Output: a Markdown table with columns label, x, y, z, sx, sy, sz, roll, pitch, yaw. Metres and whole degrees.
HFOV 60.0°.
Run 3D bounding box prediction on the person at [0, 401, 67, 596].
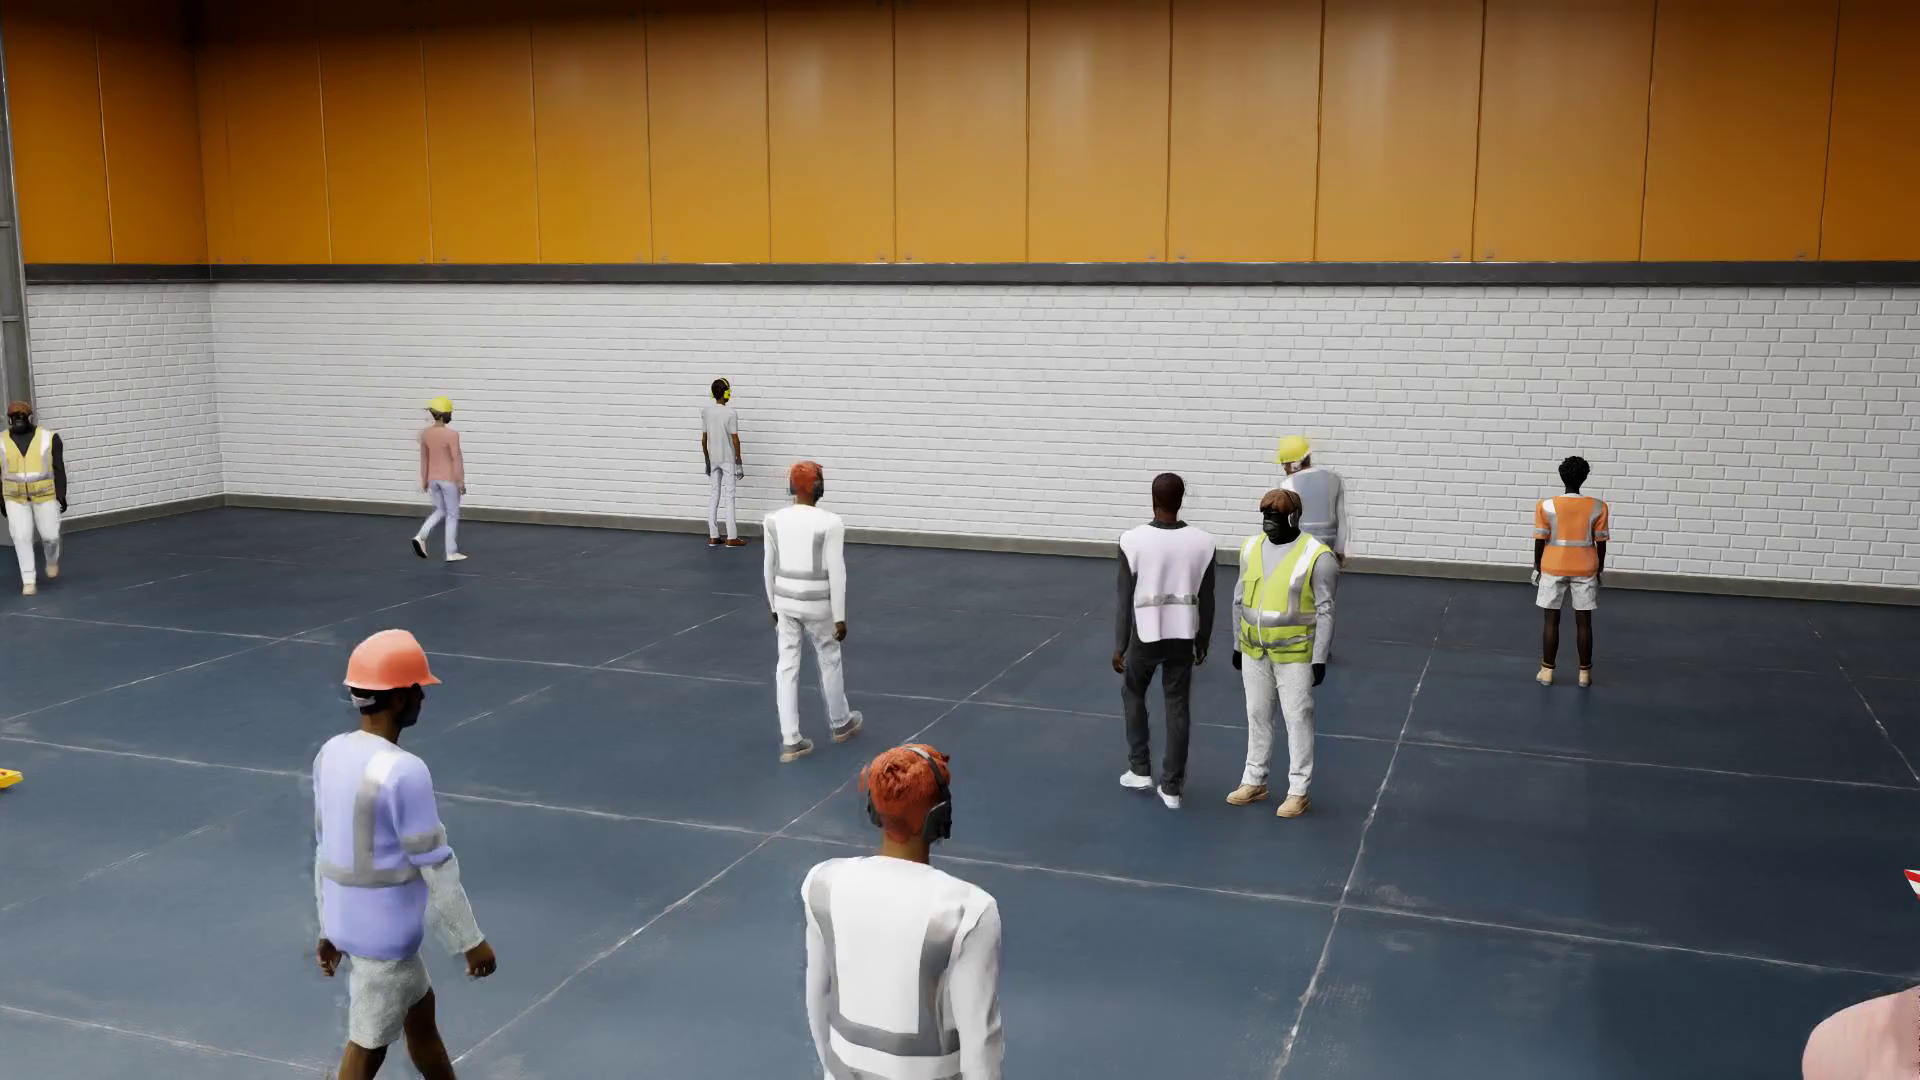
| label | x | y | z | sx | sy | sz | roll | pitch | yaw |
| --- | --- | --- | --- | --- | --- | --- | --- | --- | --- |
| person | -8.835 | -0.418 | 15.825 | 0.625 | 1.827 | 0.679 | -4 | 10 | -23 |

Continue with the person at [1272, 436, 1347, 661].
| label | x | y | z | sx | sy | sz | roll | pitch | yaw |
| --- | --- | --- | --- | --- | --- | --- | --- | --- | --- |
| person | 2.639 | 0.098 | 12.758 | 0.672 | 1.788 | 0.415 | -2 | 9 | -12 |

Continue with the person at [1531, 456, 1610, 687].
| label | x | y | z | sx | sy | sz | roll | pitch | yaw |
| --- | --- | --- | --- | --- | --- | --- | --- | --- | --- |
| person | 4.462 | 0.232 | 12.194 | 0.538 | 1.695 | 0.320 | 2 | 9 | 12 |

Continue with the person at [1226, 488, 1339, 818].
| label | x | y | z | sx | sy | sz | roll | pitch | yaw |
| --- | --- | --- | --- | --- | --- | --- | --- | --- | --- |
| person | 1.781 | 0.623 | 9.320 | 0.633 | 1.841 | 0.429 | 9 | 13 | 43 |

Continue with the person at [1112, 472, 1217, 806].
| label | x | y | z | sx | sy | sz | roll | pitch | yaw |
| --- | --- | --- | --- | --- | --- | --- | --- | --- | --- |
| person | 1.147 | 0.553 | 9.591 | 0.624 | 1.890 | 0.662 | -2 | 9 | -10 |

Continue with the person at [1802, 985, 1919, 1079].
| label | x | y | z | sx | sy | sz | roll | pitch | yaw |
| --- | --- | --- | --- | --- | --- | --- | --- | --- | --- |
| person | 2.028 | 1.569 | 3.367 | 0.652 | 1.875 | 0.927 | 4 | 10 | 22 |

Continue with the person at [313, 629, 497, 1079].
| label | x | y | z | sx | sy | sz | roll | pitch | yaw |
| --- | --- | --- | --- | --- | --- | --- | --- | --- | --- |
| person | -1.768 | 1.230 | 5.405 | 0.957 | 1.891 | 0.570 | -8 | 12 | -42 |

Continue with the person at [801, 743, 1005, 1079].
| label | x | y | z | sx | sy | sz | roll | pitch | yaw |
| --- | --- | --- | --- | --- | --- | --- | --- | --- | --- |
| person | -0.082 | 1.415 | 4.359 | 0.606 | 1.850 | 0.869 | 5 | 10 | 27 |

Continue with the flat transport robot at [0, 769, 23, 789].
| label | x | y | z | sx | sy | sz | roll | pitch | yaw |
| --- | --- | --- | --- | --- | --- | --- | --- | --- | --- |
| flat transport robot | -6.095 | 1.417 | 9.255 | 0.652 | 0.197 | 1.431 | 4 | 10 | 23 |

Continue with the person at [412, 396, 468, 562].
| label | x | y | z | sx | sy | sz | roll | pitch | yaw |
| --- | --- | --- | --- | --- | --- | --- | --- | --- | --- |
| person | -5.411 | -0.618 | 17.301 | 0.530 | 1.753 | 0.505 | 6 | 11 | 31 |

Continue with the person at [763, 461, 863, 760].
| label | x | y | z | sx | sy | sz | roll | pitch | yaw |
| --- | --- | --- | --- | --- | --- | --- | --- | --- | --- |
| person | -0.918 | 0.417 | 10.562 | 0.606 | 1.849 | 0.869 | 3 | 10 | 21 |

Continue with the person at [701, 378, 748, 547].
| label | x | y | z | sx | sy | sz | roll | pitch | yaw |
| --- | --- | --- | --- | --- | --- | --- | --- | --- | --- |
| person | -2.612 | -0.848 | 18.389 | 0.513 | 1.862 | 0.328 | 5 | 10 | 27 |
